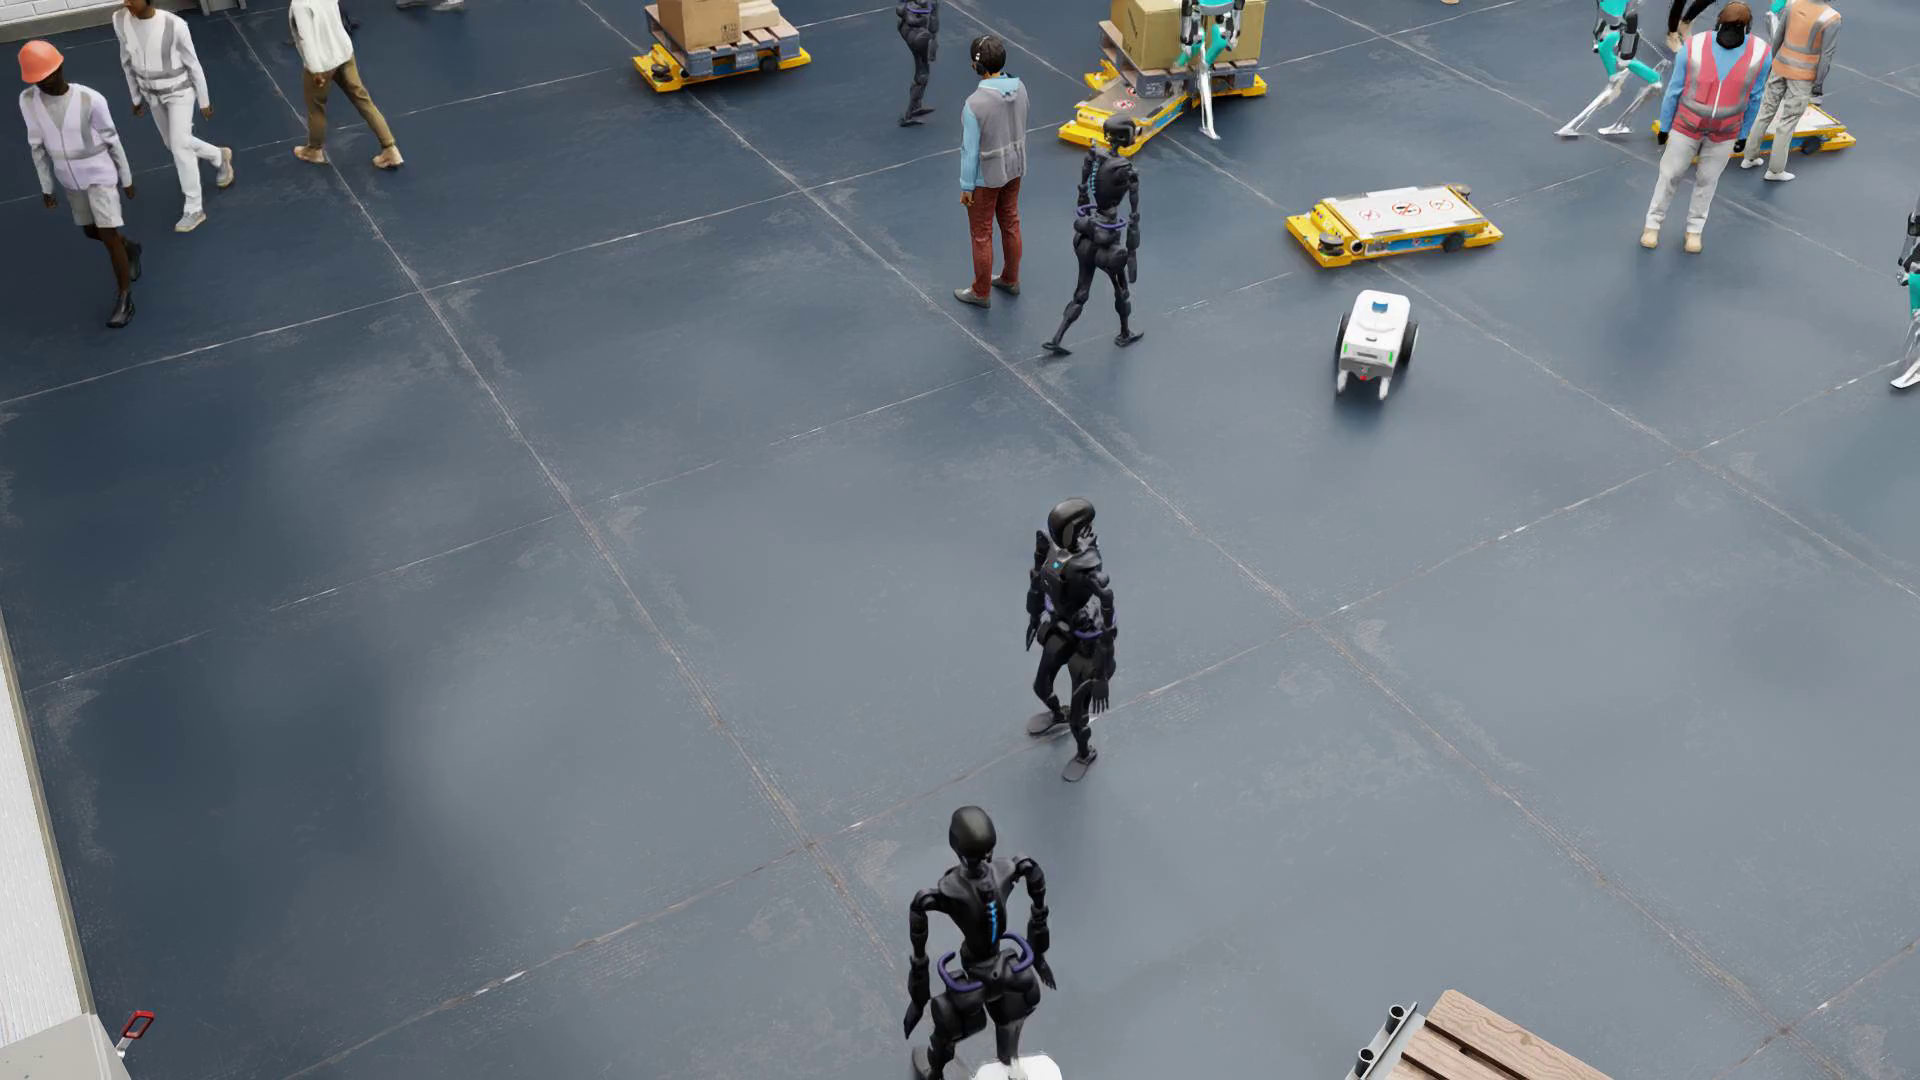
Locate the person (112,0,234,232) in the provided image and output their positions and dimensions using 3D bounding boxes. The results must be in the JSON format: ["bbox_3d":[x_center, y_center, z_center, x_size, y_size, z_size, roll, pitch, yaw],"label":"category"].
[{"bbox_3d":[-5.731,-3.269,12.147,0.574,1.856,0.834,10,40,13],"label":"person"}]

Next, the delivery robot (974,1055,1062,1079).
[{"bbox_3d":[0.272,2.325,6.135,0.499,0.603,0.794,-7,39,-9],"label":"delivery robot"}]

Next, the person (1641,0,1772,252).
[{"bbox_3d":[5.233,-2.892,11.688,0.629,1.835,0.432,12,40,15],"label":"person"}]

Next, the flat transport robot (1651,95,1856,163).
[{"bbox_3d":[6.453,-3.339,13.505,1.431,0.231,0.659,-8,39,-10],"label":"flat transport robot"}]

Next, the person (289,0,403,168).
[{"bbox_3d":[-4.839,-3.675,12.757,0.945,1.721,0.542,13,40,15],"label":"person"}]

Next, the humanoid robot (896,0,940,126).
[{"bbox_3d":[-0.340,-4.178,13.439,0.434,1.632,0.614,-14,41,-17],"label":"humanoid robot"}]

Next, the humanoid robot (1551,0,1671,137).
[{"bbox_3d":[5.267,-3.930,13.057,0.916,1.733,0.539,-7,39,-9],"label":"humanoid robot"}]

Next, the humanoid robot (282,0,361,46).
[{"bbox_3d":[-5.883,-5.273,14.850,0.790,1.620,0.614,-28,46,-31],"label":"humanoid robot"}]

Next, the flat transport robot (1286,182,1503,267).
[{"bbox_3d":[3.193,-2.319,12.218,1.431,0.231,0.659,-10,39,-12],"label":"flat transport robot"}]

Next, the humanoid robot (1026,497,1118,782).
[{"bbox_3d":[0.533,0.440,7.614,0.398,1.640,0.621,-26,45,-29],"label":"humanoid robot"}]

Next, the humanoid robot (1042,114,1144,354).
[{"bbox_3d":[0.903,-1.935,10.647,0.748,1.642,0.608,-23,44,-27],"label":"humanoid robot"}]

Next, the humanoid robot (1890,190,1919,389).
[{"bbox_3d":[6.132,-1.641,10.277,0.756,1.897,0.542,-20,43,-23],"label":"humanoid robot"}]

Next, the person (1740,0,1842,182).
[{"bbox_3d":[6.355,-3.546,12.662,0.309,1.636,0.522,-16,41,-19],"label":"person"}]

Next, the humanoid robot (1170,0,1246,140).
[{"bbox_3d":[1.907,-4.137,13.382,0.532,1.848,0.813,-11,40,-13],"label":"humanoid robot"}]

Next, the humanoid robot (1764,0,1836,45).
[{"bbox_3d":[7.226,-4.814,14.176,0.543,1.791,0.666,-4,39,-5],"label":"humanoid robot"}]

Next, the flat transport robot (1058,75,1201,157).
[{"bbox_3d":[1.464,-3.596,13.830,0.659,0.231,1.431,22,44,26],"label":"flat transport robot"}]

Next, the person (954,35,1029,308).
[{"bbox_3d":[0.224,-2.421,11.058,0.534,1.873,0.415,-31,48,-33],"label":"person"}]

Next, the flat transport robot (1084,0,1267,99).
[{"bbox_3d":[1.851,-3.970,14.302,1.431,0.231,0.659,-9,39,-11],"label":"flat transport robot"}]

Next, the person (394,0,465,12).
[{"bbox_3d":[-5.074,-5.747,15.303,0.755,1.808,0.566,-12,40,-14],"label":"person"}]

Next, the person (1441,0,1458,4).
[{"bbox_3d":[4.808,-6.014,15.581,0.578,1.882,0.343,-25,45,-28],"label":"person"}]

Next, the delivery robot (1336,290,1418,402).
[{"bbox_3d":[2.667,-1.297,10.703,0.499,0.602,0.795,13,40,15],"label":"delivery robot"}]

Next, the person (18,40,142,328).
[{"bbox_3d":[-5.786,-2.430,11.044,0.546,1.903,0.836,2,38,2],"label":"person"}]

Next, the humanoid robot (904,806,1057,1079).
[{"bbox_3d":[0.069,1.608,6.140,0.610,1.631,0.621,-17,41,-20],"label":"humanoid robot"}]

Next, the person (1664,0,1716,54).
[{"bbox_3d":[6.422,-5.055,14.536,0.551,1.672,0.383,-11,40,-14],"label":"person"}]

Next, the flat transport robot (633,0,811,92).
[{"bbox_3d":[-2.105,-4.278,14.690,1.431,0.231,0.659,-17,42,-21],"label":"flat transport robot"}]
